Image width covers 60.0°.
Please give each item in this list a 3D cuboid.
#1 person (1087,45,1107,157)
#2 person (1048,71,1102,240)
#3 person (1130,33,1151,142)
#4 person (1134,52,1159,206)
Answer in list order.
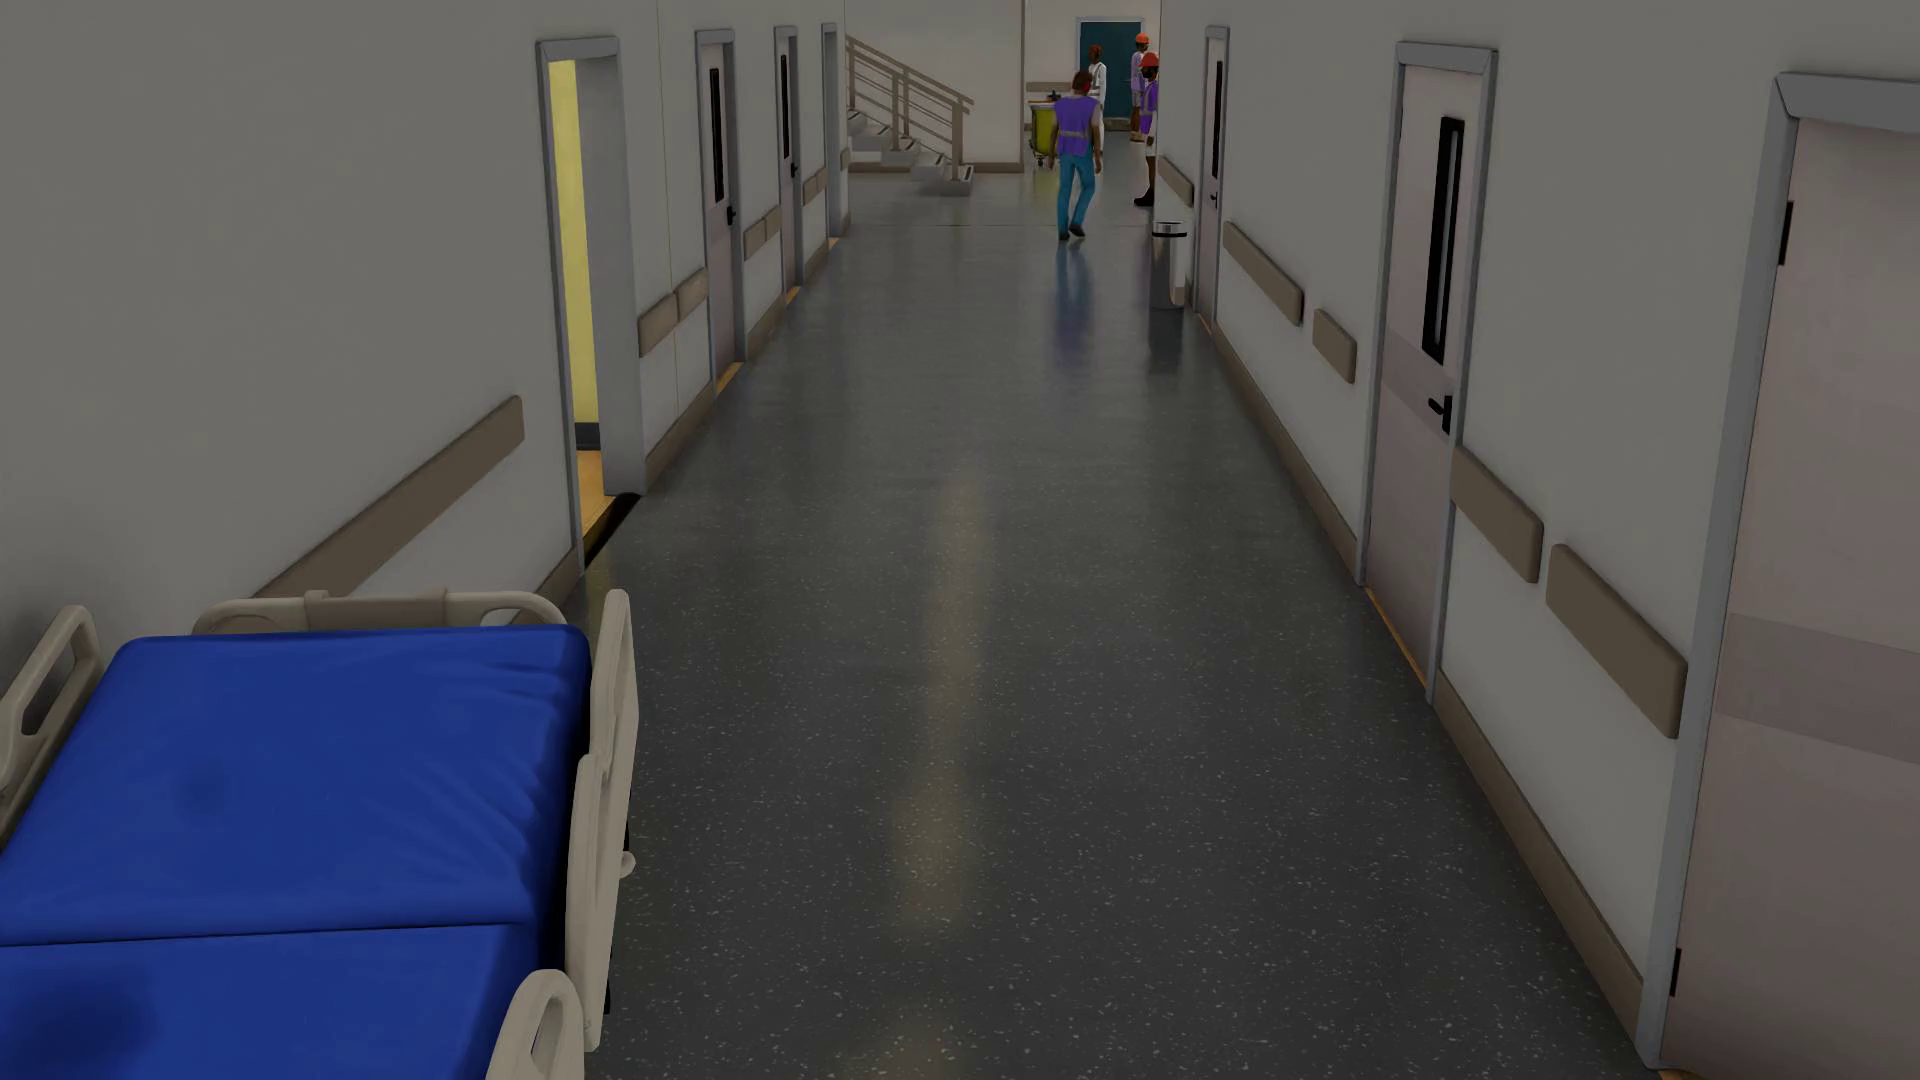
[{"bbox_3d":[2.340,-7.629,28.926,0.353,1.883,0.577,-7,19,-21],"label":"person"},{"bbox_3d":[1.266,-4.227,18.334,0.711,1.817,0.512,10,20,28],"label":"person"},{"bbox_3d":[3.492,-8.741,32.161,0.370,2.044,0.608,-3,18,-8],"label":"person"},{"bbox_3d":[2.447,-5.299,21.517,0.374,1.936,0.551,0,18,1],"label":"person"}]
